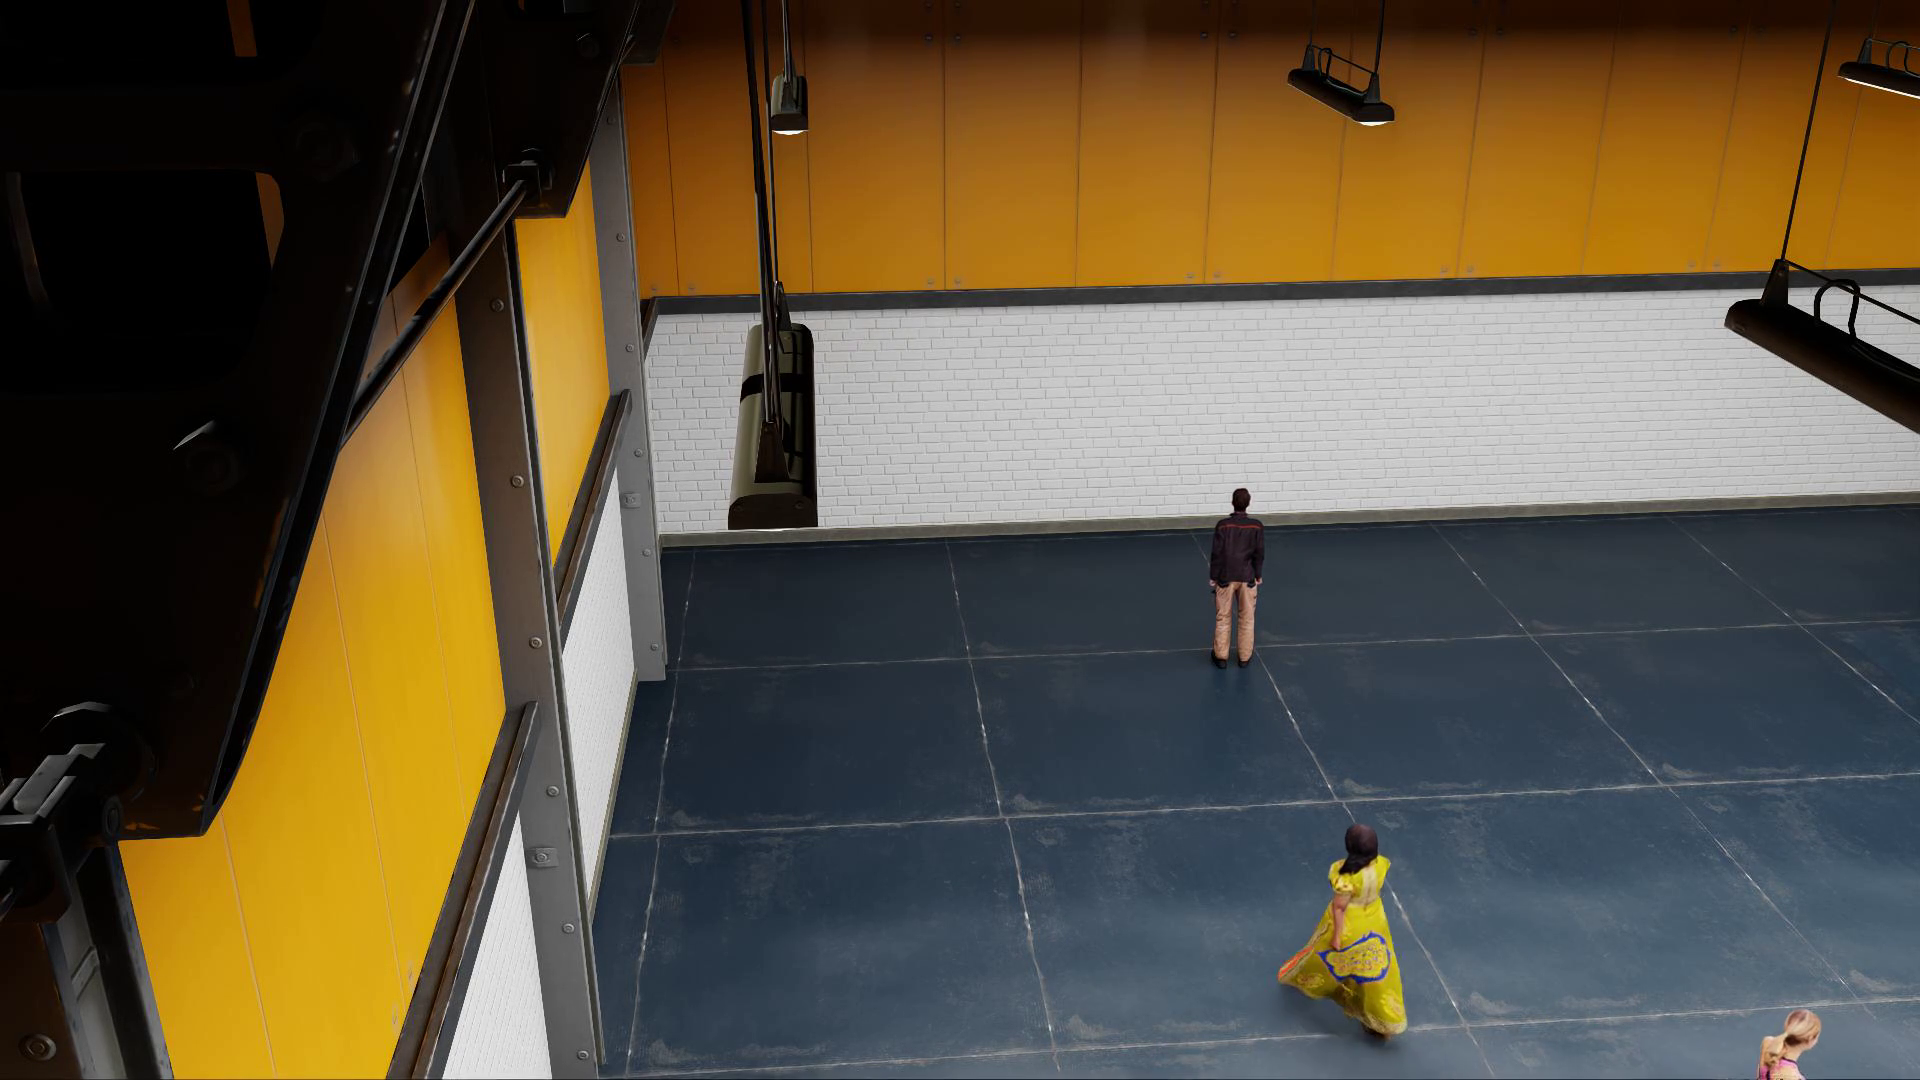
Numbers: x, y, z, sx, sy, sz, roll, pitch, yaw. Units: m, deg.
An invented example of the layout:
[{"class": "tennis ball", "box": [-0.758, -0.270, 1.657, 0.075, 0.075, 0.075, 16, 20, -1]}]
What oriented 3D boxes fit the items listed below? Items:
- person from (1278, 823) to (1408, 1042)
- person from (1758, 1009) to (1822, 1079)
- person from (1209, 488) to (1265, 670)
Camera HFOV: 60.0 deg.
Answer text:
[{"class": "person", "box": [2.832, 2.777, 11.700, 1.069, 1.600, 1.354, -13, 27, -27]}, {"class": "person", "box": [4.635, 3.518, 9.803, 0.716, 1.762, 0.652, -1, 24, -3]}, {"class": "person", "box": [2.774, 0.383, 16.772, 0.714, 1.924, 0.598, 0, 24, 0]}]
